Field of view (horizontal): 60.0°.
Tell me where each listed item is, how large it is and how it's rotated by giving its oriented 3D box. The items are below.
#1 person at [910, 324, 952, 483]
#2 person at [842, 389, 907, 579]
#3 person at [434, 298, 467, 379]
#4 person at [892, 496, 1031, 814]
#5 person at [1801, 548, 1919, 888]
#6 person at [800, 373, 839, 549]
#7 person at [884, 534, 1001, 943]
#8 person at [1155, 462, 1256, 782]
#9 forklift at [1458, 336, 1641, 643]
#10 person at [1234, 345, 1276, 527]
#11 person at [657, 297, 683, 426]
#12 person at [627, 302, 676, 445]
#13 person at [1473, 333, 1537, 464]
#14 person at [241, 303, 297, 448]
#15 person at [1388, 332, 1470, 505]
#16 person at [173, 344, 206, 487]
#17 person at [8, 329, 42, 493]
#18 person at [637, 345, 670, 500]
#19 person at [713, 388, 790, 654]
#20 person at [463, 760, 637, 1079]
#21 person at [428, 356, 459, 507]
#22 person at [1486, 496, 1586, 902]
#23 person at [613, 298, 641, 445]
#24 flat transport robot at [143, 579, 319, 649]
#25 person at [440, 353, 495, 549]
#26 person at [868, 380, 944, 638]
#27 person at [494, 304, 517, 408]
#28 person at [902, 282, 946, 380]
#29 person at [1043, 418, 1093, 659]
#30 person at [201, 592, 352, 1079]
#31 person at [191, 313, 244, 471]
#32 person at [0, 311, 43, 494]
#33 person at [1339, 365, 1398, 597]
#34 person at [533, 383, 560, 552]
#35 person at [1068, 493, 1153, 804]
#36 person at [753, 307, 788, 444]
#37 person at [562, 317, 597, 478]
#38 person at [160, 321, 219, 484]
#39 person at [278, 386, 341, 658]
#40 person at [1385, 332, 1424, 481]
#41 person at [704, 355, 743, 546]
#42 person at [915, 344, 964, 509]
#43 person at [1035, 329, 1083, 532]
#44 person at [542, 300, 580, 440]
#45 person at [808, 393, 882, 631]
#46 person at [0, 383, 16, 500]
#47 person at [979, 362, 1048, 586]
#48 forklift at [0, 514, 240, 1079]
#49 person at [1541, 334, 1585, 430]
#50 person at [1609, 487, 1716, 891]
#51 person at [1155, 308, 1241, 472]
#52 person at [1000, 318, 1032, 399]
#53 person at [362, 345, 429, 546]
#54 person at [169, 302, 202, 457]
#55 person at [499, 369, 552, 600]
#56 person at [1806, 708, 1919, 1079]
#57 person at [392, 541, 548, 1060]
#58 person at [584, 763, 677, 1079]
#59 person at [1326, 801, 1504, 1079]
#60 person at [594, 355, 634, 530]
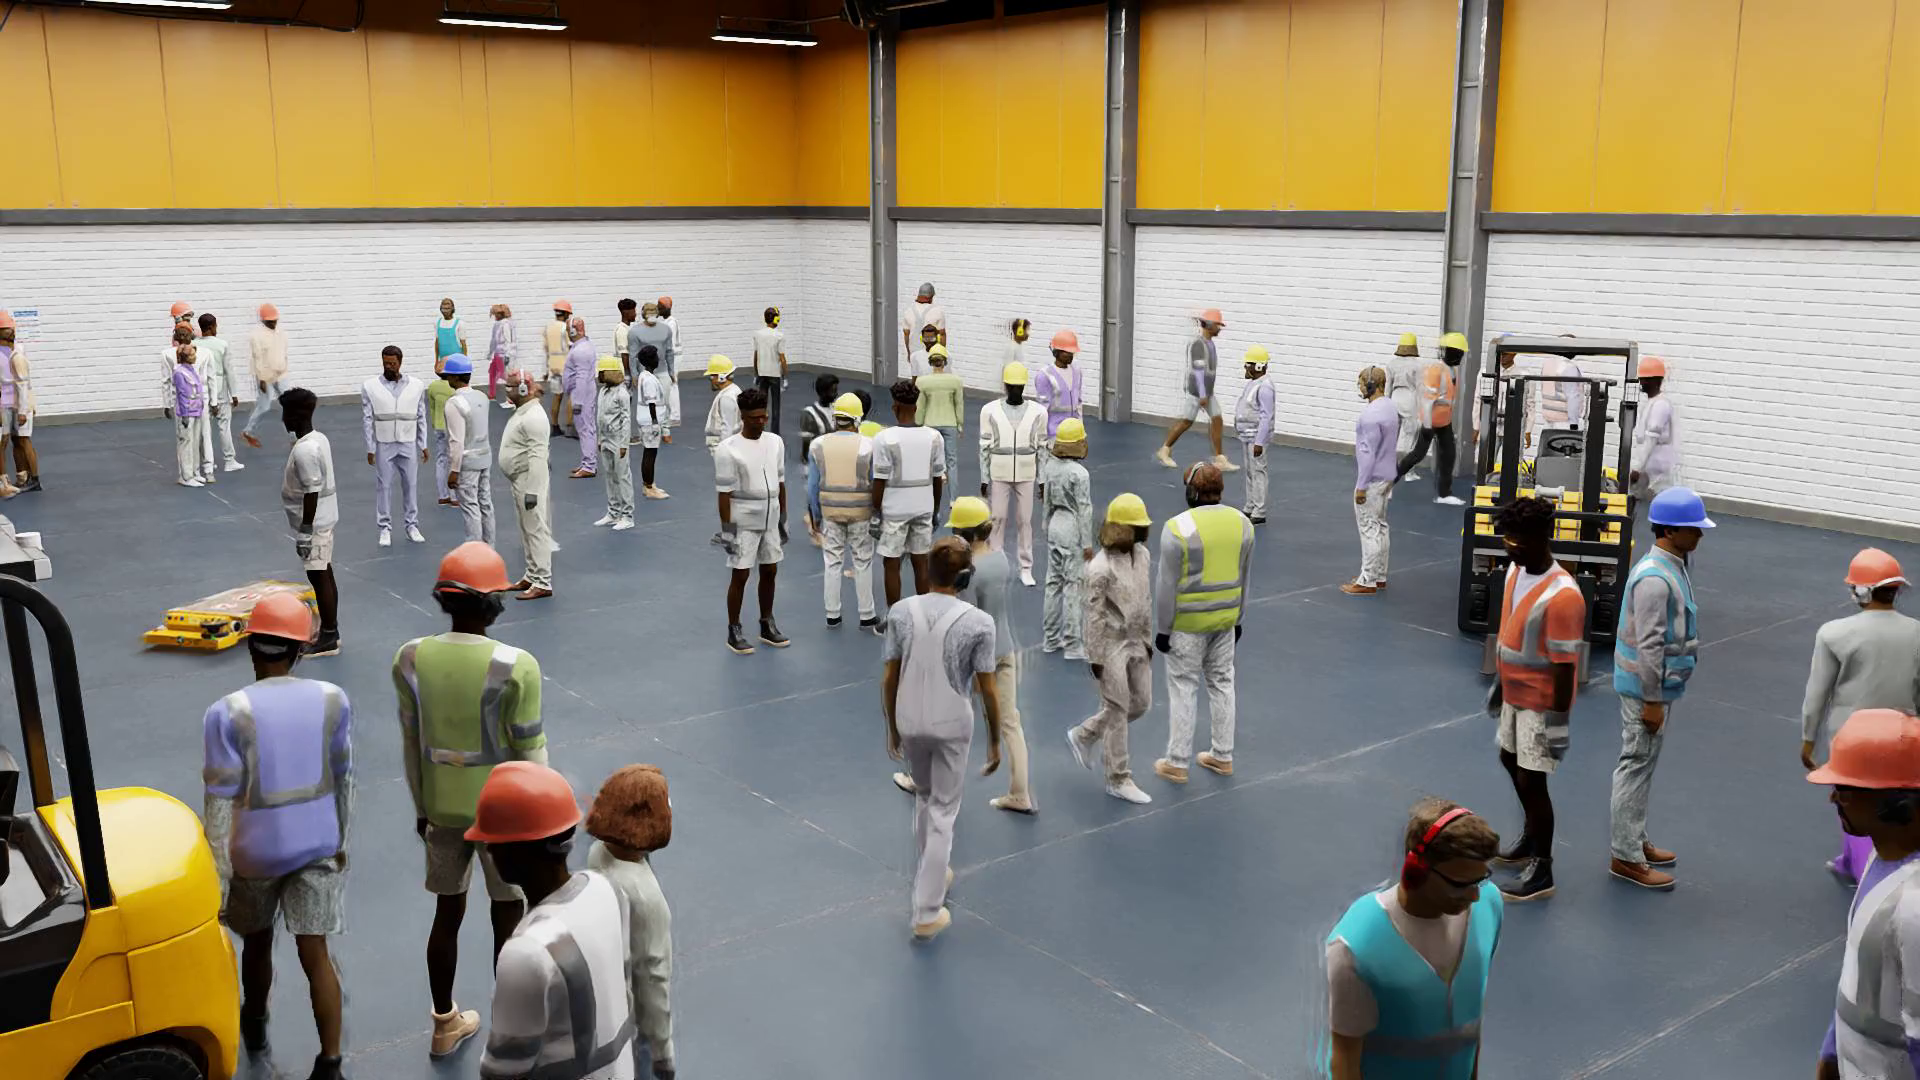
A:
[{"bbox_3d":[-0.326,-1.581,19.317,0.510,1.861,0.324,0,12,-1],"label":"person"},{"bbox_3d":[-0.780,-0.462,14.358,0.479,1.678,0.532,7,14,31],"label":"person"},{"bbox_3d":[-7.490,-2.638,24.482,0.512,1.838,0.336,3,12,15],"label":"person"},{"bbox_3d":[0.035,0.614,9.036,0.870,1.728,0.529,8,14,35],"label":"person"},{"bbox_3d":[4.228,0.901,7.698,0.566,1.711,0.851,1,12,4],"label":"person"},{"bbox_3d":[-1.334,-0.750,15.712,0.431,1.678,0.555,8,14,34],"label":"person"},{"bbox_3d":[-0.057,0.865,7.608,0.535,1.808,0.801,4,12,20],"label":"person"},{"bbox_3d":[1.377,0.464,9.511,0.619,1.835,0.431,-7,13,-29],"label":"person"},{"bbox_3d":[4.683,-0.471,13.136,1.214,2.155,2.313,4,12,20],"label":"forklift"},{"bbox_3d":[2.974,-1.053,16.824,0.404,1.833,0.590,-1,12,-4],"label":"person"},{"bbox_3d":[-4.211,-2.587,24.127,0.366,1.879,0.584,-3,12,-13],"label":"person"},{"bbox_3d":[-4.114,-2.216,22.226,0.635,1.927,0.372,-8,14,-32],"label":"person"},{"bbox_3d":[5.515,-1.127,16.901,0.608,1.946,0.406,6,13,28],"label":"person"},{"bbox_3d":[-9.106,-2.152,21.894,0.946,1.948,0.621,6,13,26],"label":"person"},{"bbox_3d":[5.063,-1.327,18.058,0.847,1.881,0.628,10,15,40],"label":"person"},{"bbox_3d":[-8.859,-1.436,19.144,0.315,1.640,0.514,-1,12,-6],"label":"person"},{"bbox_3d":[-10.652,-1.491,18.731,0.550,1.924,0.391,11,16,43],"label":"person"},{"bbox_3d":[-3.396,-1.297,18.326,0.315,1.700,0.541,-4,12,-17],"label":"person"},{"bbox_3d":[-1.505,-0.139,12.132,0.605,1.955,0.370,-11,16,-43],"label":"person"},{"bbox_3d":[-1.143,1.499,4.319,0.773,1.909,0.545,1,12,5],"label":"person"},{"bbox_3d":[-5.472,-1.162,17.863,0.502,1.625,0.294,6,13,28],"label":"person"},{"bbox_3d":[2.743,0.738,7.899,0.541,1.945,0.707,-1,12,-4],"label":"person"},{"bbox_3d":[-4.482,-2.271,22.384,0.363,1.963,0.612,-3,12,-13],"label":"person"},{"bbox_3d":[-5.532,0.553,12.862,0.652,0.197,1.431,3,12,15],"label":"flat transport robot"},{"bbox_3d":[-4.358,-0.674,14.715,0.402,1.949,0.605,2,12,12],"label":"person"},{"bbox_3d":[-0.404,-0.225,12.537,0.621,1.953,0.379,-7,14,-32],"label":"person"},{"bbox_3d":[-7.139,-2.897,26.201,0.314,1.639,0.514,-4,12,-17],"label":"person"},{"bbox_3d":[-0.487,-2.845,24.977,0.675,2.000,0.537,5,13,25],"label":"person"},{"bbox_3d":[0.795,-0.014,12.019,0.282,1.746,0.493,-8,14,-33],"label":"person"},{"bbox_3d":[-2.521,1.143,6.174,0.613,1.862,1.012,-10,15,-40],"label":"person"},{"bbox_3d":[-9.053,-1.779,20.137,0.587,1.914,0.390,0,12,1],"label":"person"},{"bbox_3d":[-10.653,-1.539,18.658,0.372,2.043,0.615,4,12,17],"label":"person"},{"bbox_3d":[3.450,-0.492,13.901,0.380,1.929,0.636,6,13,28],"label":"person"},{"bbox_3d":[-3.967,-0.676,15.546,0.359,1.610,0.535,0,12,1],"label":"person"},{"bbox_3d":[0.847,0.575,9.199,0.532,1.727,0.503,10,15,40],"label":"person"},{"bbox_3d":[-2.535,-2.179,22.221,0.531,1.854,0.329,5,13,25],"label":"person"},{"bbox_3d":[-4.508,-1.686,19.720,0.405,1.903,0.636,-1,12,-5],"label":"person"},{"bbox_3d":[-8.922,-1.589,19.287,0.586,1.882,0.342,-4,13,-21],"label":"person"},{"bbox_3d":[-4.708,-0.134,12.064,0.368,1.967,0.602,-3,12,-13],"label":"person"},{"bbox_3d":[5.233,-1.569,19.567,0.320,1.737,0.490,-11,16,-42],"label":"person"},{"bbox_3d":[-2.234,-0.859,15.928,0.403,1.821,0.600,-1,12,-3],"label":"person"},{"bbox_3d":[-0.222,-1.198,17.712,0.524,1.759,0.328,-2,12,-7],"label":"person"},{"bbox_3d":[1.013,-1.062,16.396,0.613,2.033,0.412,-11,16,-43],"label":"person"},{"bbox_3d":[-5.436,-2.324,22.825,0.783,1.899,0.577,7,14,30],"label":"person"},{"bbox_3d":[-0.856,-0.213,12.771,0.599,1.830,0.403,3,12,12],"label":"person"},{"bbox_3d":[-10.757,-1.394,18.366,0.820,1.898,0.372,6,13,26],"label":"person"},{"bbox_3d":[0.457,-0.557,14.195,0.586,1.930,0.360,-1,12,-4],"label":"person"},{"bbox_3d":[-3.687,1.115,5.480,2.313,2.155,1.214,-9,15,-36],"label":"forklift"},{"bbox_3d":[6.549,-1.318,18.085,0.429,1.845,0.627,-2,12,-10],"label":"person"},{"bbox_3d":[3.380,0.700,8.079,0.399,1.949,0.605,6,13,28],"label":"person"},{"bbox_3d":[2.888,-1.825,20.198,1.065,1.987,0.638,7,13,30],"label":"person"},{"bbox_3d":[0.683,-1.778,20.316,0.411,1.842,0.564,2,12,7],"label":"person"},{"bbox_3d":[-5.402,-0.914,15.952,0.590,1.917,0.398,-7,13,-29],"label":"person"},{"bbox_3d":[-9.884,-2.058,21.335,0.410,1.980,0.626,2,12,7],"label":"person"},{"bbox_3d":[-3.610,-0.465,13.810,0.407,1.908,0.641,-5,13,-24],"label":"person"},{"bbox_3d":[2.364,1.428,4.381,0.681,2.014,0.656,6,13,26],"label":"person"},{"bbox_3d":[-1.839,1.010,6.397,0.602,2.032,0.412,3,12,14],"label":"person"},{"bbox_3d":[-1.005,1.474,5.130,0.278,1.628,0.505,-6,13,-27],"label":"person"},{"bbox_3d":[1.209,1.529,4.408,0.600,1.804,0.597,-6,13,-26],"label":"person"},{"bbox_3d":[-3.484,-0.977,16.675,0.298,1.745,0.484,-11,16,-43],"label":"person"}]
